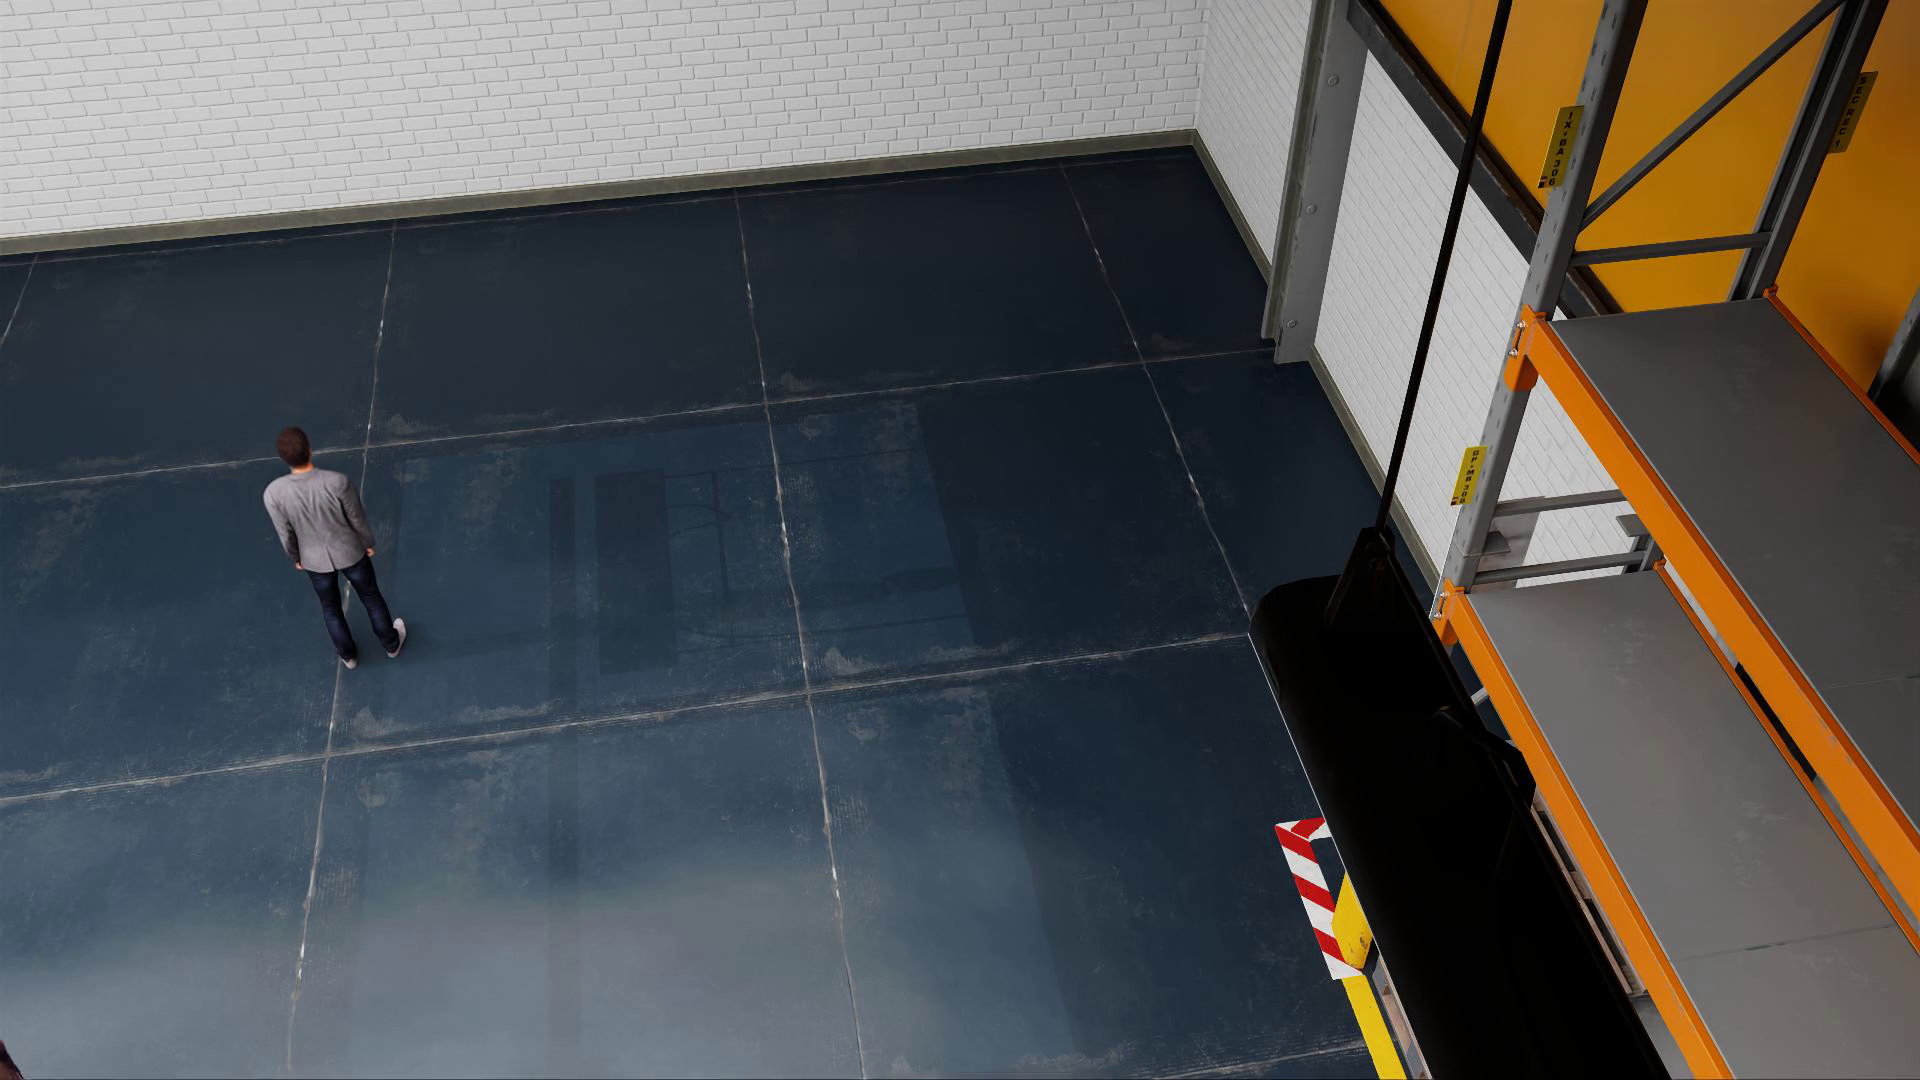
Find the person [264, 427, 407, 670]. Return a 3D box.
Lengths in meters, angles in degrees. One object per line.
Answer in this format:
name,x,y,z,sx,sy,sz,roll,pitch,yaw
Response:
person,-3.886,0.067,10.307,0.707,1.874,0.638,-12,45,-13
